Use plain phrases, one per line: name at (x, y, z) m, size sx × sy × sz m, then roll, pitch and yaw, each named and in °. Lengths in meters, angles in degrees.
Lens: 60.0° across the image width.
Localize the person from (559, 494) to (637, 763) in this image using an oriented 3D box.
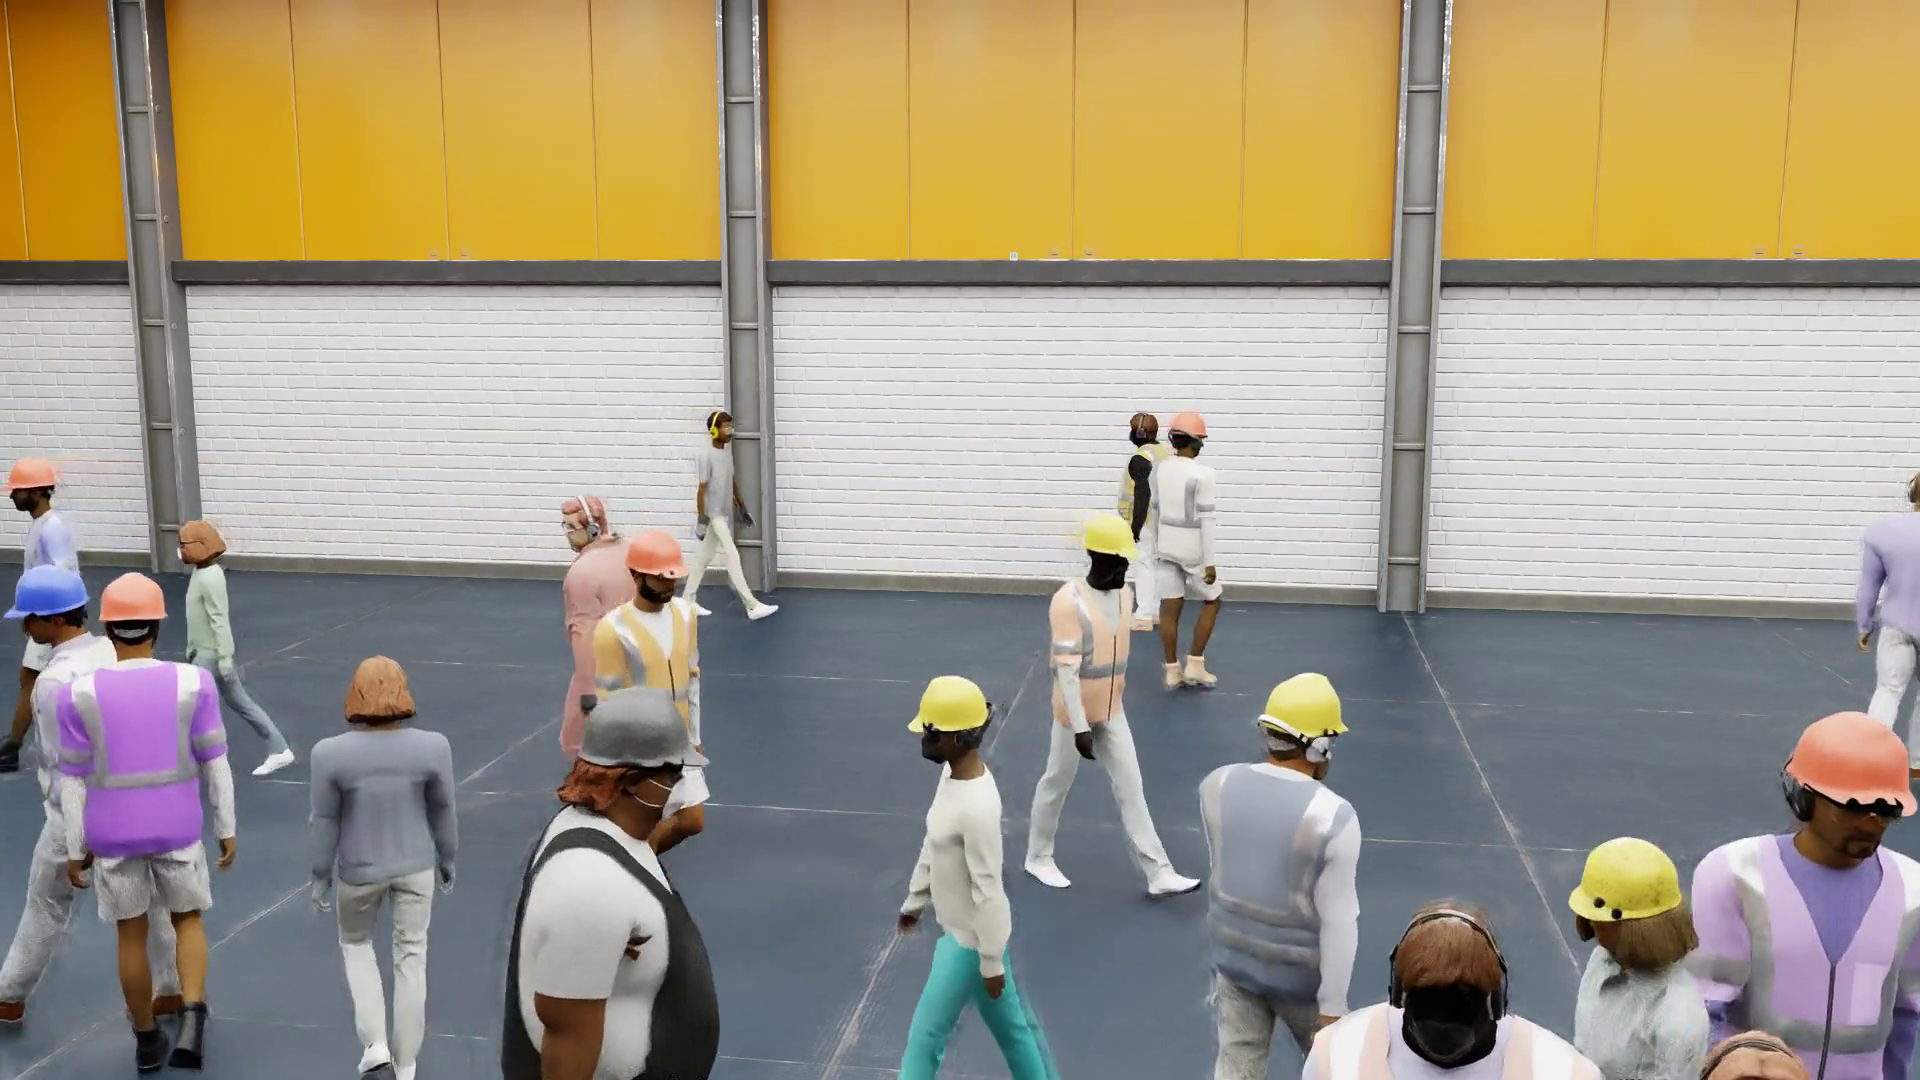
person at (-1.869, 0.685, 8.742) m, size 0.435 × 1.884 × 0.675 m, roll 4°, pitch 10°, yaw 25°

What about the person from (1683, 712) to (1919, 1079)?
person at (2.078, 1.392, 4.093) m, size 0.618 × 1.997 × 1.015 m, roll 1°, pitch 9°, yaw 8°

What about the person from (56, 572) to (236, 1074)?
person at (-3.014, 1.085, 6.193) m, size 0.581 × 1.914 × 0.607 m, roll -5°, pitch 10°, yaw -27°

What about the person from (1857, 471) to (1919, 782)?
person at (5.531, 0.529, 9.646) m, size 0.635 × 1.916 × 0.855 m, roll 7°, pitch 12°, yaw 39°

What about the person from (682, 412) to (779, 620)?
person at (-2.054, -0.213, 14.493) m, size 0.971 × 1.818 × 0.538 m, roll 2°, pitch 9°, yaw 12°

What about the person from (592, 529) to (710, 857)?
person at (-1.382, 0.888, 7.392) m, size 0.517 × 1.919 × 0.559 m, roll 7°, pitch 12°, yaw 38°

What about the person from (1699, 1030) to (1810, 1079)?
person at (1.494, 1.719, 3.268) m, size 0.525 × 1.597 × 0.800 m, roll 2°, pitch 9°, yaw 12°

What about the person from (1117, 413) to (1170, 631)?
person at (1.545, -0.158, 14.080) m, size 0.429 × 1.842 × 0.636 m, roll 4°, pitch 10°, yaw 21°

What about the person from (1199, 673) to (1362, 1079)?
person at (1.050, 1.297, 5.239) m, size 0.589 × 1.802 × 0.692 m, roll 8°, pitch 12°, yaw 41°

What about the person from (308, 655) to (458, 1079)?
person at (-2.135, 1.229, 6.186) m, size 0.533 × 1.618 × 0.352 m, roll -4°, pitch 10°, yaw -23°

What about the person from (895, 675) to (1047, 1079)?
person at (-0.063, 1.292, 5.516) m, size 0.892 × 1.725 × 0.528 m, roll -1°, pitch 9°, yaw -5°

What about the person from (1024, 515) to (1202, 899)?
person at (0.688, 0.817, 7.974) m, size 0.612 × 1.875 × 0.988 m, roll -9°, pitch 13°, yaw -43°

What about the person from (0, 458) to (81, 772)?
person at (-5.651, 0.457, 10.117) m, size 0.943 × 1.892 × 0.564 m, roll -5°, pitch 10°, yaw -28°

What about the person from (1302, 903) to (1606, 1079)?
person at (0.988, 1.590, 3.398) m, size 0.623 × 1.815 × 0.816 m, roll 3°, pitch 10°, yaw 20°

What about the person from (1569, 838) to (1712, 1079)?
person at (1.668, 1.532, 4.011) m, size 0.560 × 1.717 × 0.493 m, roll 0°, pitch 9°, yaw -2°

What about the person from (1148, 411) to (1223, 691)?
person at (1.664, 0.081, 12.015) m, size 0.515 × 2.030 × 0.648 m, roll -8°, pitch 12°, yaw -40°

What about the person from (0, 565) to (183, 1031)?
person at (-3.540, 1.028, 6.584) m, size 1.008 × 1.890 × 0.622 m, roll 0°, pitch 9°, yaw 3°

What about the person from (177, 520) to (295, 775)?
person at (-4.400, 0.662, 9.804) m, size 0.866 × 1.588 × 0.518 m, roll -5°, pitch 10°, yaw -28°
